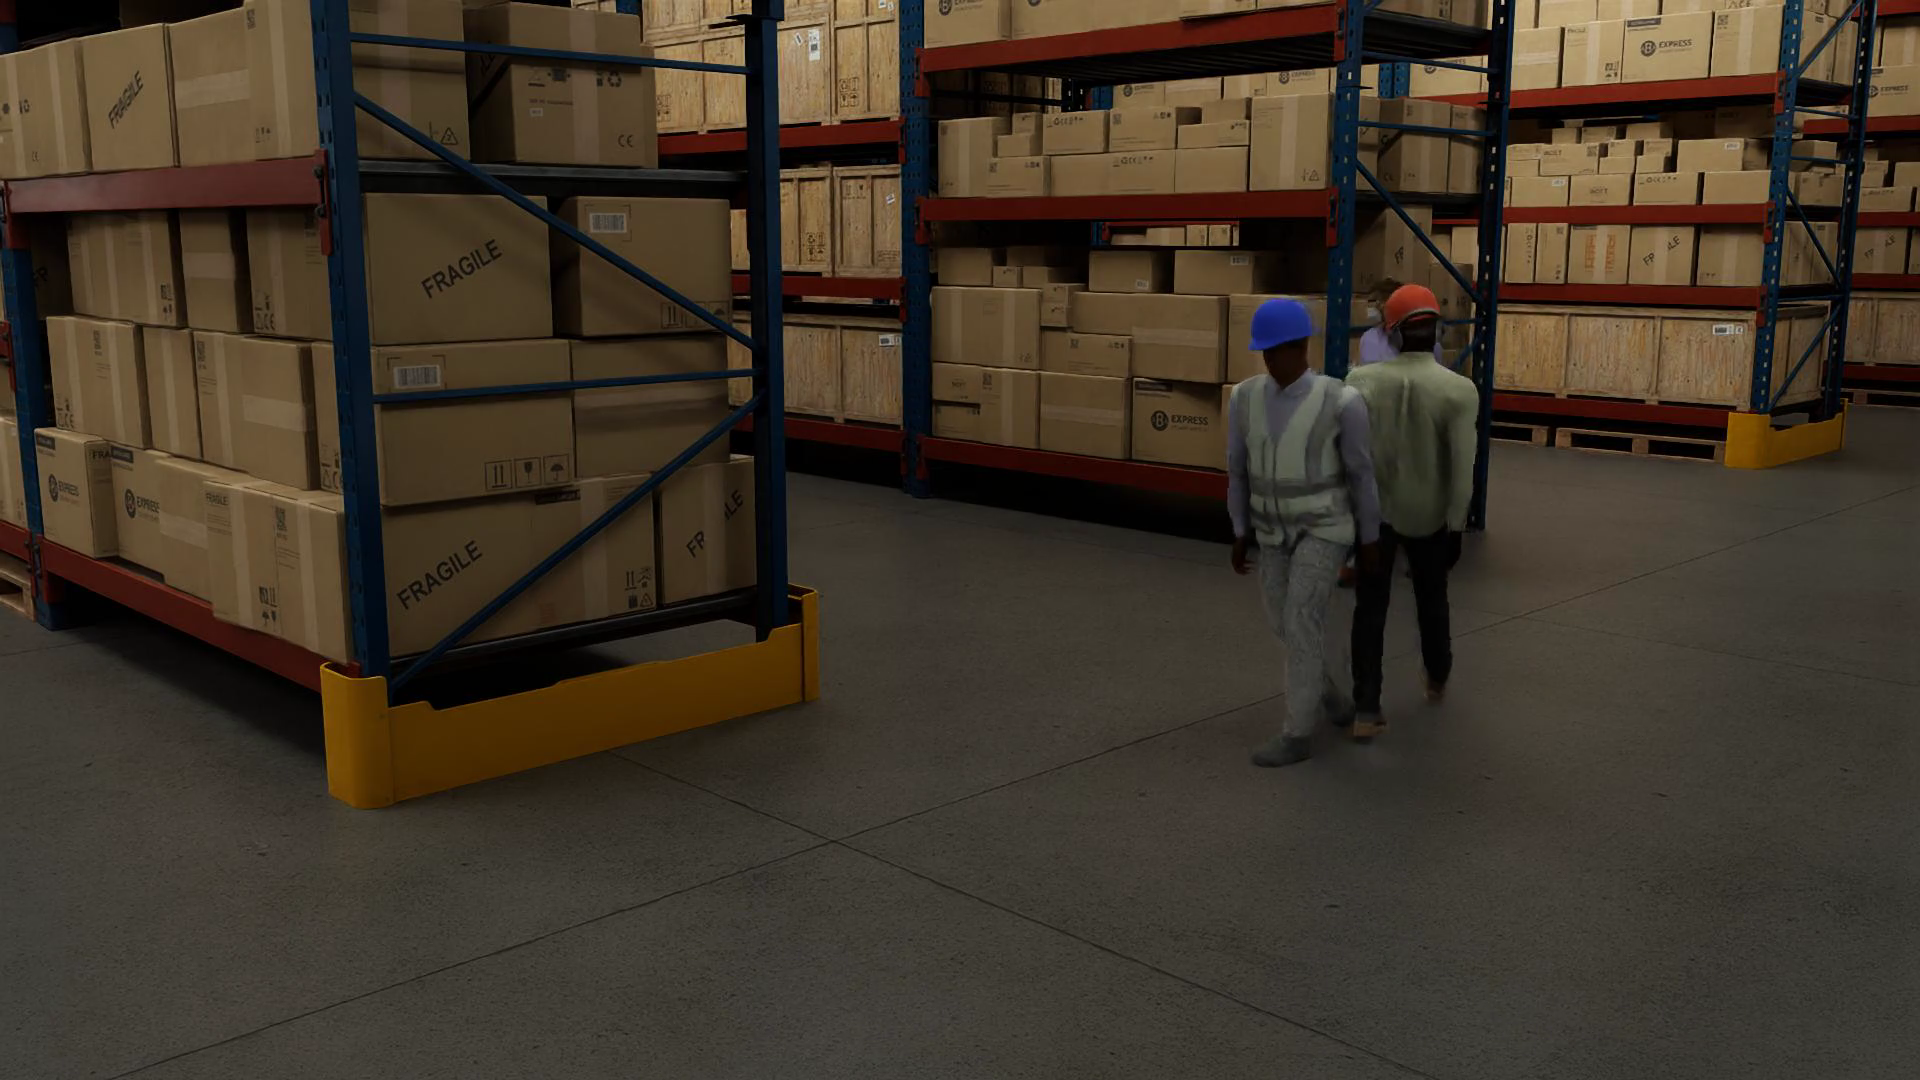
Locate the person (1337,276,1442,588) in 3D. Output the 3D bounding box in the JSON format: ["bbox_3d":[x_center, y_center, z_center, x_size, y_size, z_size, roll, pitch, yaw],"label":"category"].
[{"bbox_3d":[2.642,-0.660,10.190,0.984,1.882,0.650,-5,12,-26],"label":"person"}]

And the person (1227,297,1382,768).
[{"bbox_3d":[1.457,-0.058,6.863,0.610,1.901,0.790,10,14,43],"label":"person"}]

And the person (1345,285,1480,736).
[{"bbox_3d":[1.946,-0.144,7.283,0.600,1.914,1.087,4,11,22],"label":"person"}]
